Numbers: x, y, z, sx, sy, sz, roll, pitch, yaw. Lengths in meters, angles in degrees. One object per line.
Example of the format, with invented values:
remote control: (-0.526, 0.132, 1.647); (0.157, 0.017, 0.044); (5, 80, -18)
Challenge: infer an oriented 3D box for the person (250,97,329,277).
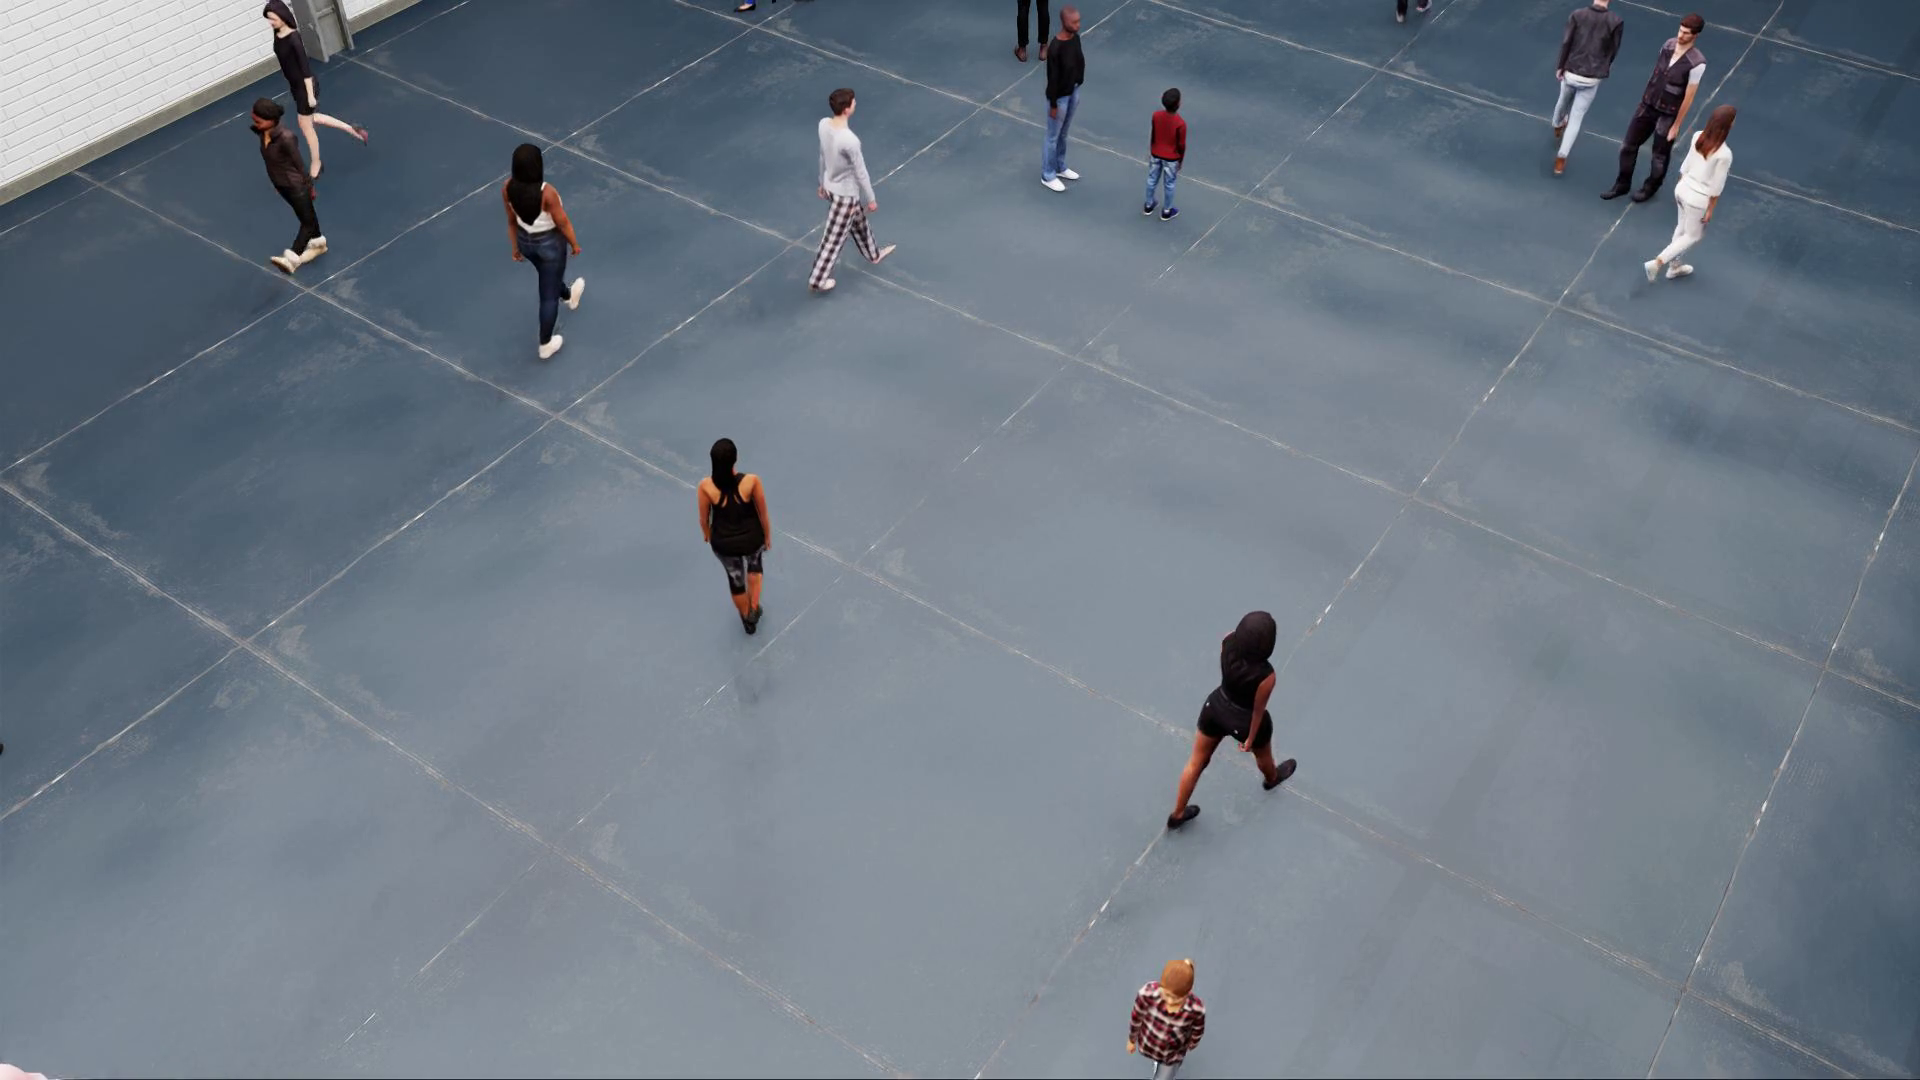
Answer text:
person: (-5.765, -2.949, 14.065); (0.591, 1.642, 0.923); (25, 49, 24)

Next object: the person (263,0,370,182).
person: (-5.912, -4.129, 15.202); (1.034, 1.782, 0.822); (-26, 49, -25)

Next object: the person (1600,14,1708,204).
person: (6.363, -3.866, 14.887); (0.931, 1.834, 0.865); (-22, 48, -22)

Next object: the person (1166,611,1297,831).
person: (1.537, 1.106, 9.775); (1.230, 1.688, 0.815); (-30, 51, -28)

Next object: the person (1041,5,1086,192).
person: (0.928, -4.045, 15.138); (0.646, 1.748, 0.470); (26, 49, 25)

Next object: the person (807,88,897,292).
person: (-1.049, -2.851, 13.851); (1.251, 1.794, 0.902); (-27, 50, -26)

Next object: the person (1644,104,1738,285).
person: (6.131, -2.864, 13.951); (0.993, 1.675, 0.864); (-17, 46, -17)

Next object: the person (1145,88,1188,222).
person: (1.838, -3.456, 14.877); (0.493, 1.254, 0.485); (24, 49, 23)

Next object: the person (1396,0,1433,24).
person: (4.848, -6.332, 17.464); (0.829, 1.851, 0.890); (12, 45, 12)

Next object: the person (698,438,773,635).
person: (-1.461, 0.028, 10.929); (0.697, 1.655, 0.755); (-6, 44, -6)

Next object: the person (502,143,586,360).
person: (-3.370, -2.263, 13.257); (0.822, 1.762, 1.213); (16, 46, 16)

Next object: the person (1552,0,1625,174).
person: (5.718, -4.220, 15.289); (0.745, 1.793, 1.121); (18, 47, 18)

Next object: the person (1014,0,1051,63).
person: (0.754, -5.760, 16.874); (0.774, 1.836, 0.806); (-3, 44, -3)

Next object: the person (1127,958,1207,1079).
person: (1.065, 2.514, 8.588); (0.611, 1.286, 0.930); (18, 47, 18)

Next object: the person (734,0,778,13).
person: (-2.189, -6.456, 17.710); (0.951, 1.691, 0.848); (-19, 47, -19)
